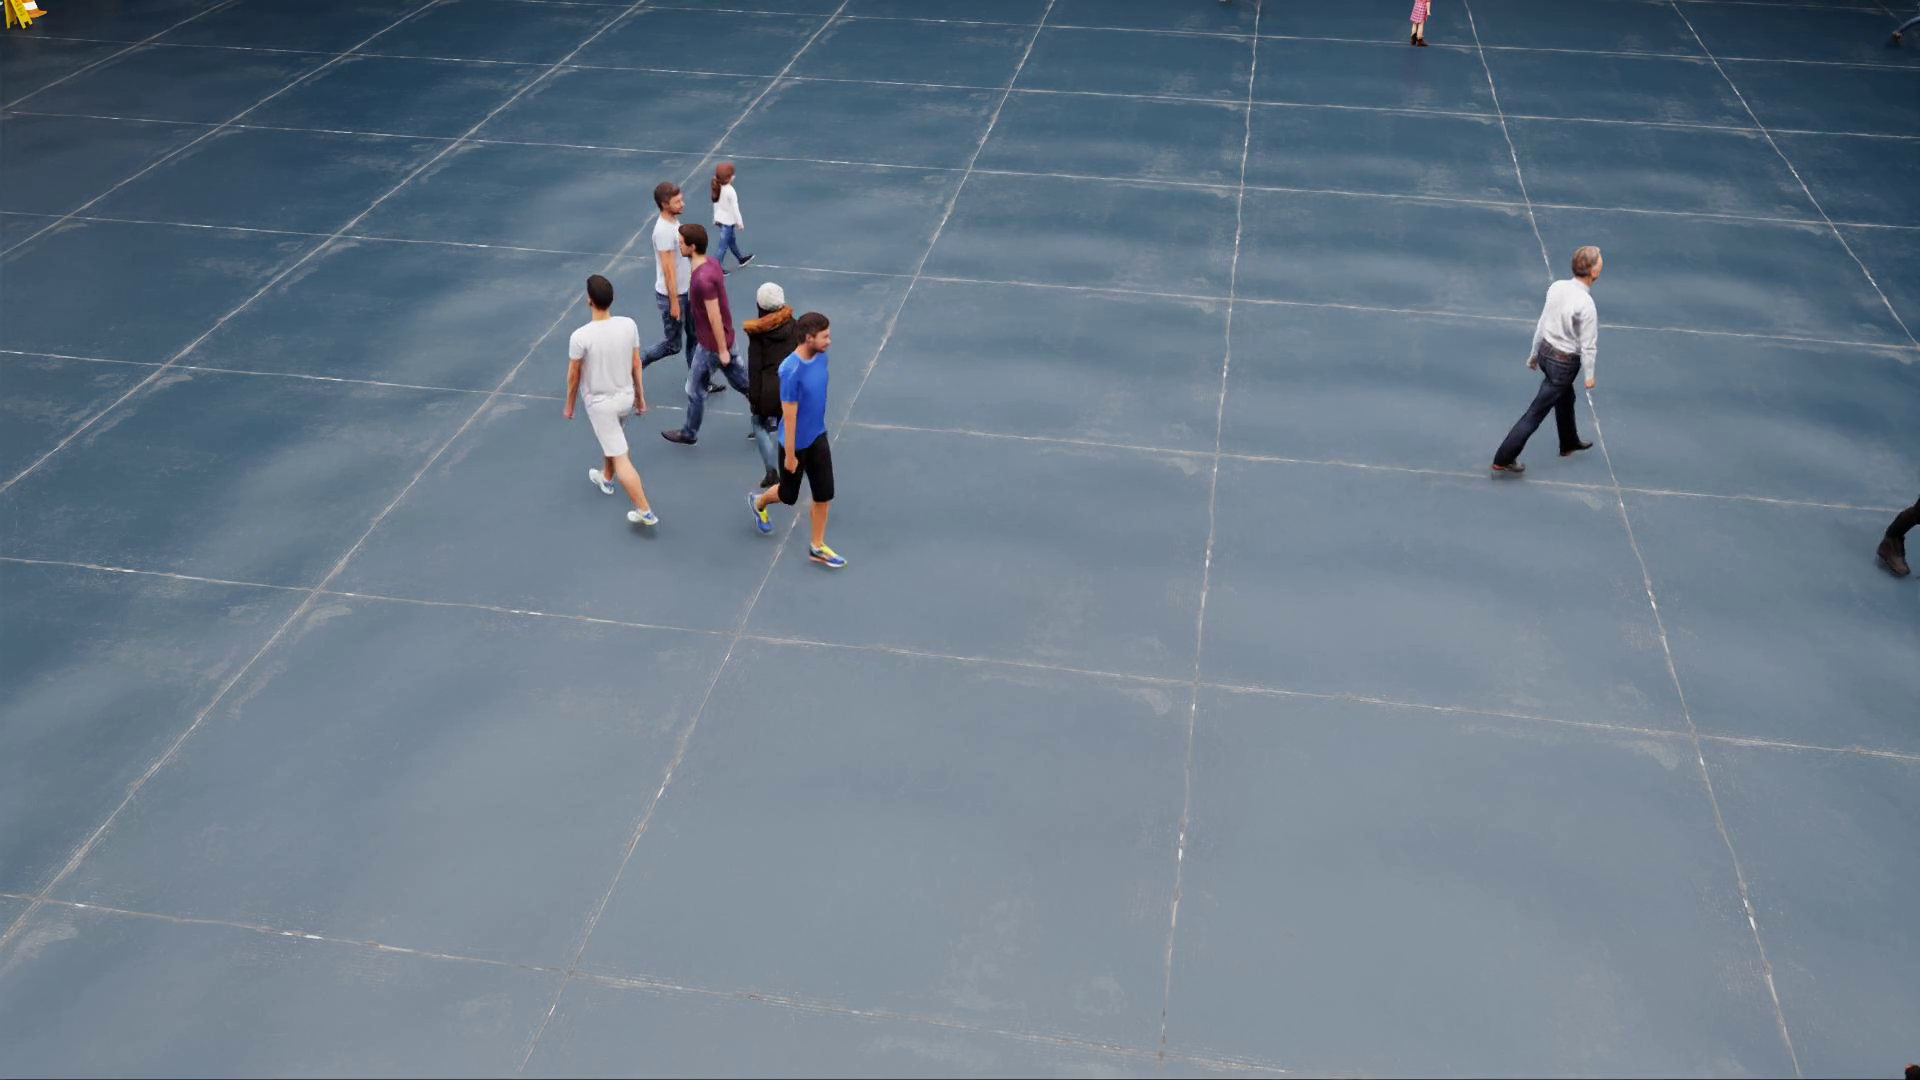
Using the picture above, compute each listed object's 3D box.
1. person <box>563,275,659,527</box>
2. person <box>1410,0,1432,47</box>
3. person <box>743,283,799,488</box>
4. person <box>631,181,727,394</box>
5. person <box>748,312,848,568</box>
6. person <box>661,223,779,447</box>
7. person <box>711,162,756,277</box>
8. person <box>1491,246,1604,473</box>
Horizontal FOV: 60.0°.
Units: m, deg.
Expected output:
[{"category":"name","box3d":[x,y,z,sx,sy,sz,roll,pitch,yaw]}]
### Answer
[{"category":"person","box3d":[-2.422,-0.927,11.715,1.164,1.809,1.314,-26,41,-35]},{"category":"person","box3d":[6.210,-7.177,22.360,0.555,1.022,0.505,-14,35,-22]},{"category":"person","box3d":[-1.302,-1.060,12.101,0.749,1.621,0.811,-22,38,-31]},{"category":"person","box3d":[-2.380,-1.953,13.310,1.113,1.842,0.761,-1,32,-1]},{"category":"person","box3d":[-1.150,-0.695,11.327,1.195,1.830,0.935,21,38,30]},{"category":"person","box3d":[-1.773,-1.507,12.641,1.204,1.801,0.794,-2,32,-3]},{"category":"person","box3d":[-2.257,-3.010,15.693,0.767,1.086,0.723,-23,39,-32]},{"category":"person","box3d":[4.372,-1.290,12.323,1.292,1.773,1.035,-9,33,-15]}]
